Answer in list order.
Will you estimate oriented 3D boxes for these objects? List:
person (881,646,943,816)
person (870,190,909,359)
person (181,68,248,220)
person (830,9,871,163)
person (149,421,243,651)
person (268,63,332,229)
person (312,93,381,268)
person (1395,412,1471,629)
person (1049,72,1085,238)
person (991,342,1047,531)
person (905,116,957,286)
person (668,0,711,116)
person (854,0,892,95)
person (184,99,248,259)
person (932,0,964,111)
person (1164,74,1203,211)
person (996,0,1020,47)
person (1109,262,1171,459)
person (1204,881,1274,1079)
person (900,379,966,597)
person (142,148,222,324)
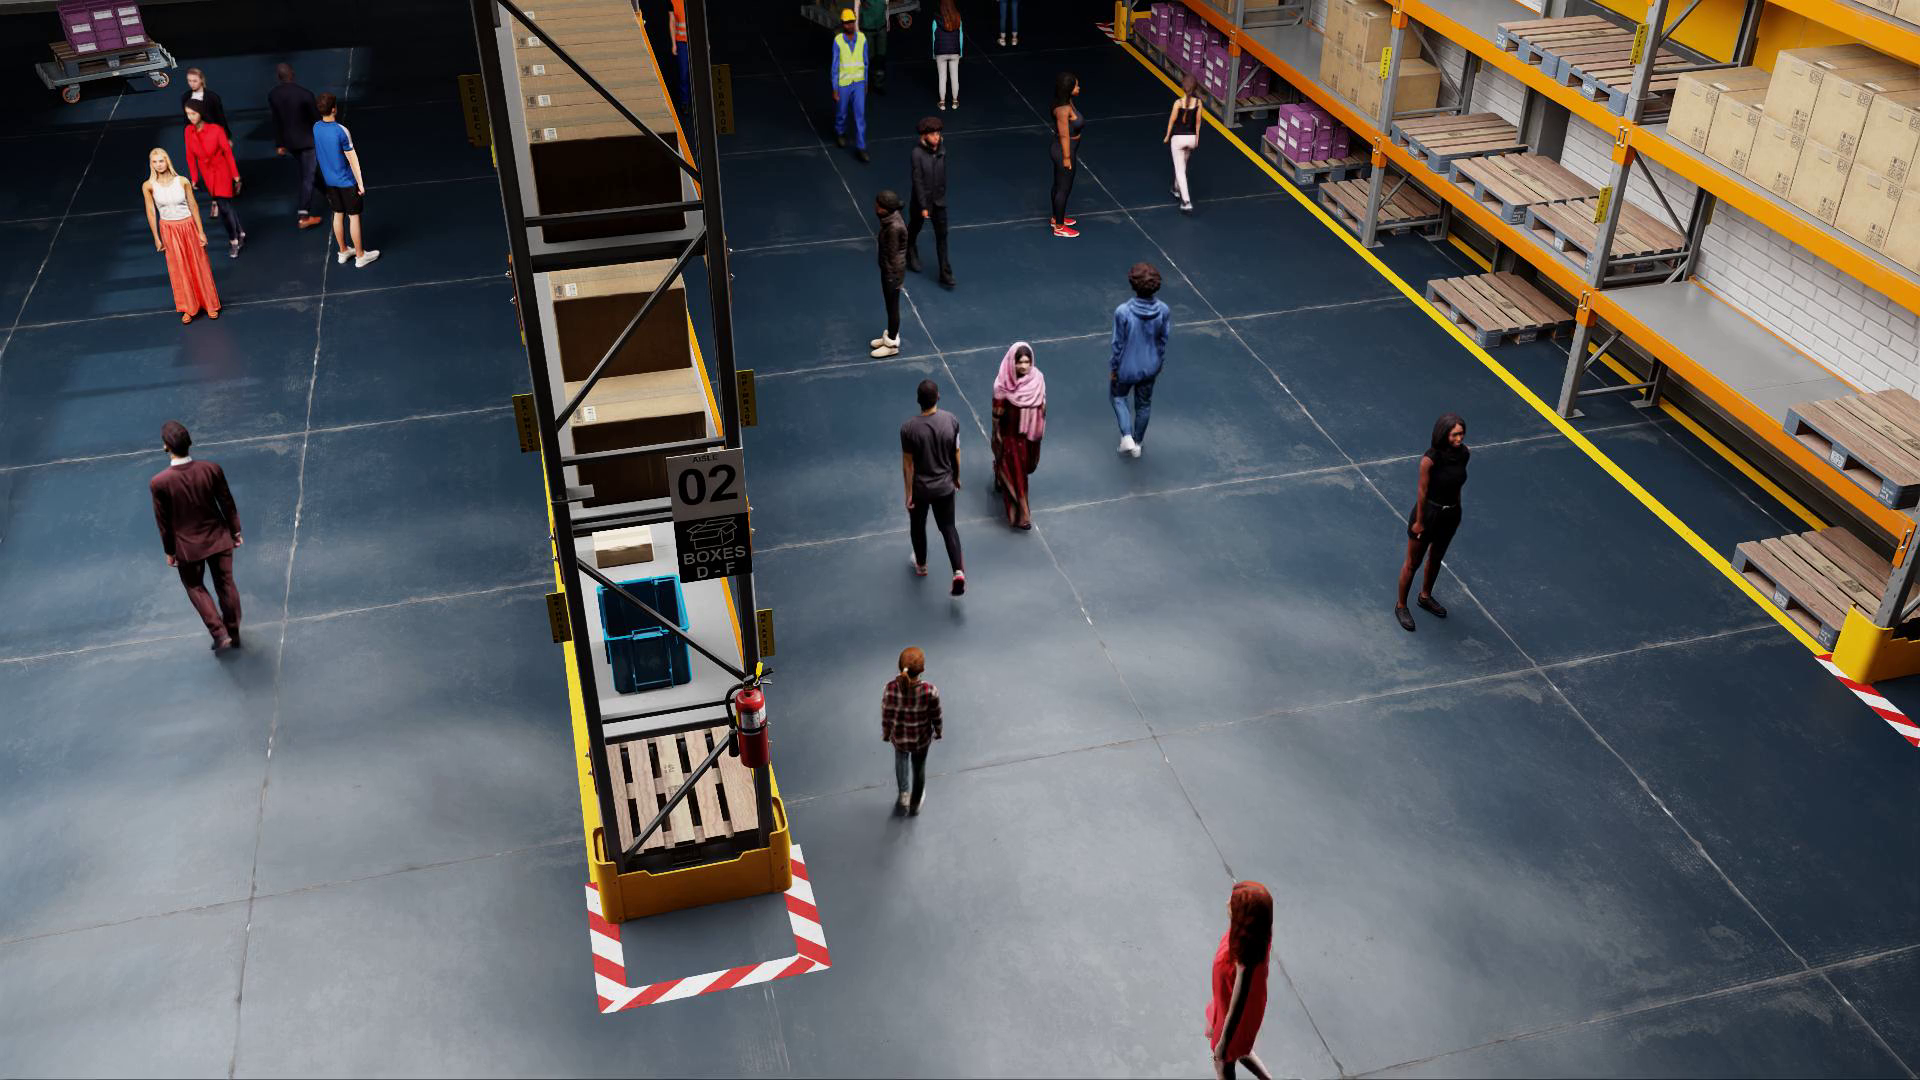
[{"bbox_3d":[-0.323,1.256,10.594,0.615,1.297,0.631,4,34,6],"label":"person"},{"bbox_3d":[-0.647,-2.586,16.045,0.649,1.660,0.589,11,35,15],"label":"person"},{"bbox_3d":[-8.529,-4.579,19.050,0.905,1.653,1.192,4,34,6],"label":"person"},{"bbox_3d":[-1.394,-5.652,20.559,0.749,1.770,1.196,-12,35,-17],"label":"person"},{"bbox_3d":[-5.415,0.038,11.921,0.824,1.856,0.857,-21,39,-29],"label":"person"},{"bbox_3d":[-7.437,-4.381,18.654,1.143,1.763,1.307,10,35,15],"label":"person"},{"bbox_3d":[-6.628,-3.856,17.770,0.732,1.866,0.761,11,35,16],"label":"person"},{"bbox_3d":[3.520,-0.162,12.326,0.642,1.741,0.599,-18,38,-25],"label":"person"},{"bbox_3d":[1.154,-4.305,18.490,0.771,1.816,0.616,-2,34,-2],"label":"person"},{"bbox_3d":[0.442,-0.917,13.584,0.731,1.605,1.038,-14,36,-20],"label":"person"},{"bbox_3d":[-0.392,-3.597,17.491,0.806,1.744,1.178,-18,38,-25],"label":"person"},{"bbox_3d":[-3.561,-6.568,21.838,0.711,1.880,0.668,-13,36,-19],"label":"person"},{"bbox_3d":[-1.208,-6.965,22.484,0.818,1.826,0.910,-23,40,-30],"label":"person"},{"bbox_3d":[-8.033,-3.974,18.072,0.764,1.728,0.847,3,34,4],"label":"person"},{"bbox_3d":[-0.163,-6.469,22.032,0.599,1.500,0.611,-4,34,-6],"label":"person"},{"bbox_3d":[2.590,-4.534,19.097,0.532,1.527,1.019,-9,35,-14],"label":"person"},{"bbox_3d":[0.718,-8.000,24.356,0.579,1.477,0.526,-4,34,-7],"label":"person"},{"bbox_3d":[1.539,-1.485,14.260,0.701,1.803,0.655,-6,34,-9],"label":"person"},{"bbox_3d":[1.485,2.413,8.385,0.880,1.814,0.855,9,35,14],"label":"person"},{"bbox_3d":[-0.196,-0.350,12.613,0.666,1.736,1.041,-10,35,-15],"label":"person"},{"bbox_3d":[-7.786,-3.051,16.618,0.665,1.801,0.622,-14,36,-20],"label":"person"}]
